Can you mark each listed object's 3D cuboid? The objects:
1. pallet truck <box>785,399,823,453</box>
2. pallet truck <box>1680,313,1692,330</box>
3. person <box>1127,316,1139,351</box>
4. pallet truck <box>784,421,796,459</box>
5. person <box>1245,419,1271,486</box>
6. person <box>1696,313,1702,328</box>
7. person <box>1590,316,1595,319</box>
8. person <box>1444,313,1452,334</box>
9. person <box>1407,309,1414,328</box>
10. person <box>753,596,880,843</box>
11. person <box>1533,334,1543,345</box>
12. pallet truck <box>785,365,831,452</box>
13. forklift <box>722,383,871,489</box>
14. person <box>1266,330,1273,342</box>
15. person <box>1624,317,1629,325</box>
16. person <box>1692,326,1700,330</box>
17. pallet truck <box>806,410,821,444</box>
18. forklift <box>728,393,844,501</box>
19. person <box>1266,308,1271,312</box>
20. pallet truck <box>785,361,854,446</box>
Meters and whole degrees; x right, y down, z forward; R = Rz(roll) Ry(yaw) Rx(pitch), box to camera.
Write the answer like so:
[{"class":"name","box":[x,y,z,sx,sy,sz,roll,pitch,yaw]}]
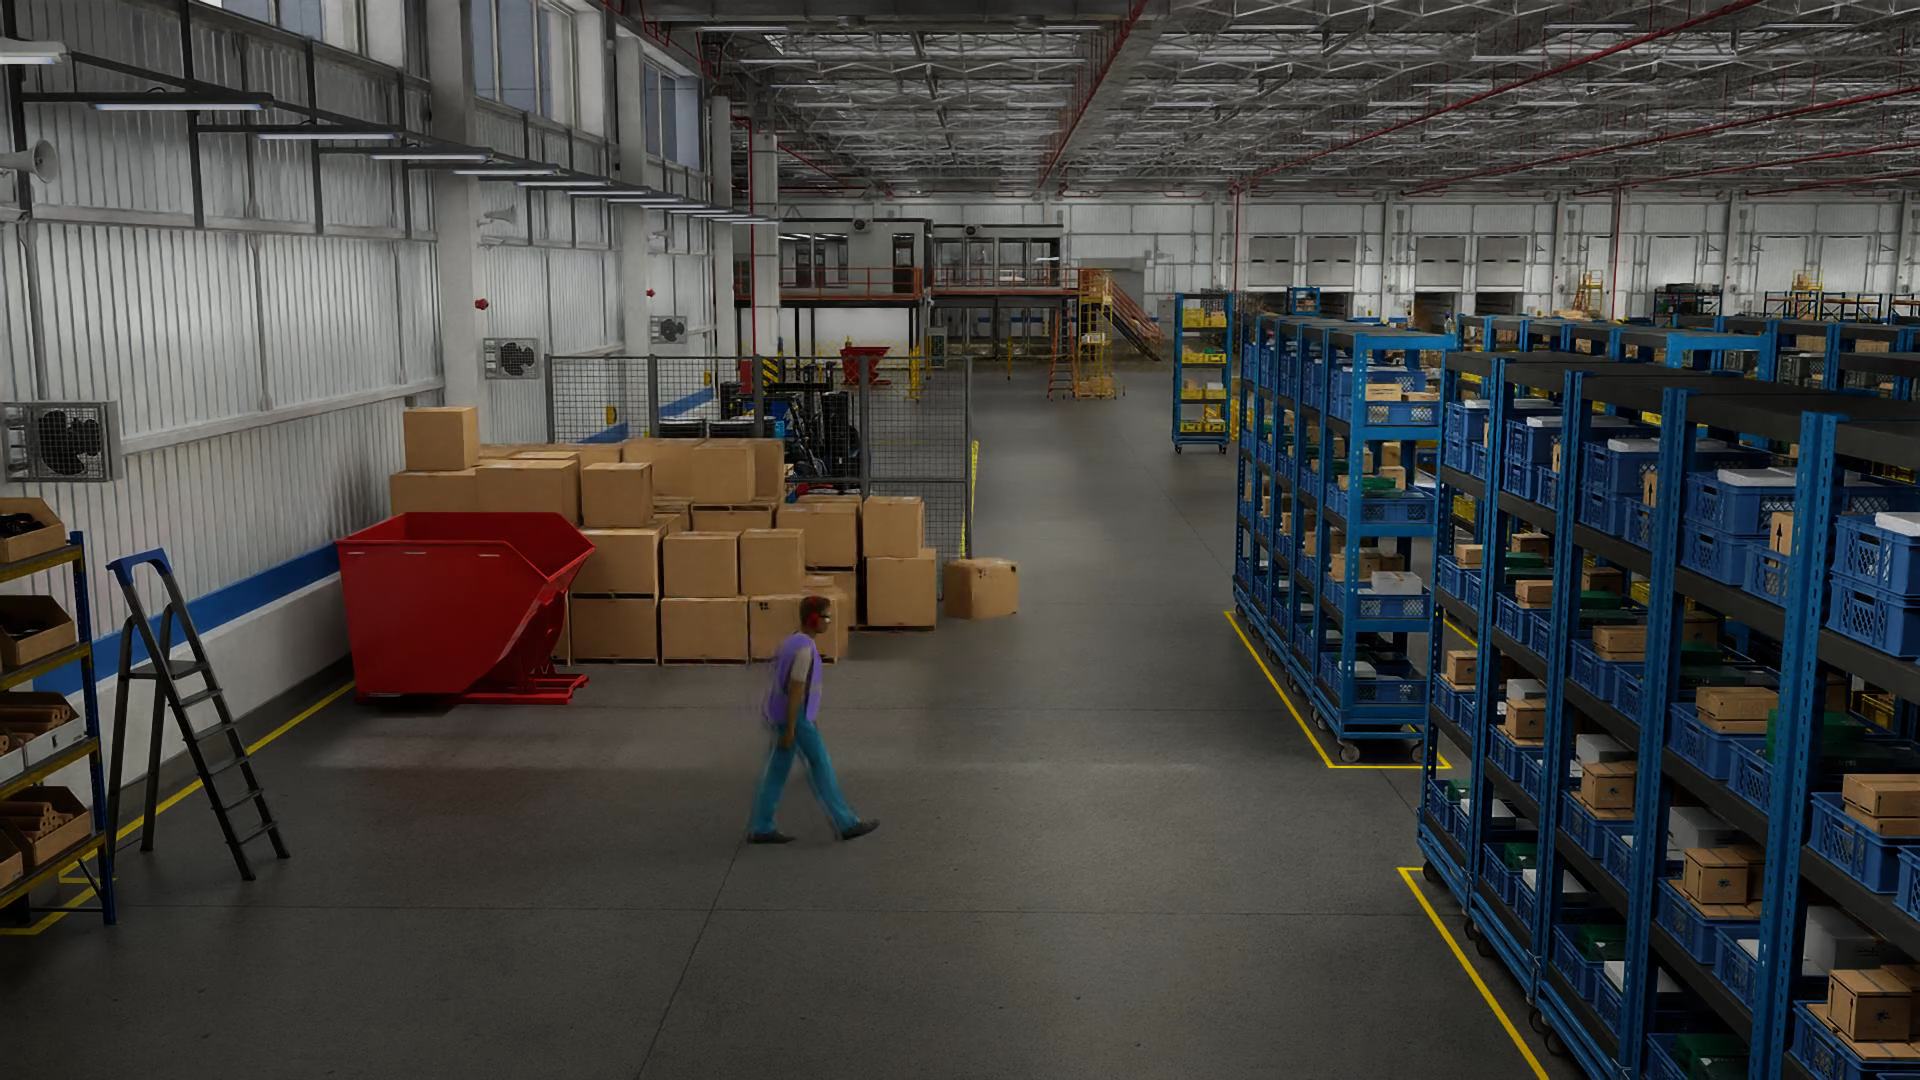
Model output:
[{"class":"pallet truck","box":[-3.814,-2.432,36.419,1.630,1.274,0.653,0,9,1]},{"class":"pallet truck","box":[36.315,-10.531,84.244,0.823,1.965,1.885,-6,11,-33]},{"class":"person","box":[8.858,-10.561,84.908,0.624,1.844,0.430,6,11,31]},{"class":"pallet truck","box":[-4.013,-1.793,32.705,1.601,1.201,0.680,0,9,1]},{"class":"person","box":[4.802,-0.991,26.027,0.892,1.803,0.587,8,12,39]},{"class":"person","box":[39.047,-11.076,88.073,0.508,1.847,0.345,-4,10,-22]},{"class":"person","box":[32.503,-10.590,85.215,0.839,1.816,0.621,1,9,6]},{"class":"person","box":[25.155,-10.759,85.844,0.424,1.938,0.603,-2,9,-14]},{"class":"person","box":[25.608,-12.191,94.735,0.399,1.918,0.589,8,12,40]},{"class":"person","box":[-1.051,1.294,11.922,0.992,1.786,0.585,-2,9,-14]},{"class":"person","box":[24.136,-8.175,69.747,0.611,1.985,0.393,0,9,2]},{"class":"pallet truck","box":[-3.774,-2.976,37.635,1.885,1.965,0.823,1,9,5]},{"class":"forklift","box":[-2.893,-1.687,28.729,2.680,1.987,1.157,0,9,-1]},{"class":"person","box":[11.152,-6.547,59.686,0.987,2.006,0.618,4,10,21]},{"class":"person","box":[31.115,-9.447,77.800,0.588,1.918,0.399,4,10,25]},{"class":"person","box":[37.405,-10.429,84.651,0.622,1.643,0.804,-7,12,-37]},{"class":"pallet truck","box":[-3.559,-2.018,33.905,1.522,1.261,0.704,0,9,-1]},{"class":"forklift","box":[-2.979,-1.316,26.476,2.680,1.987,1.157,0,9,1]},{"class":"person","box":[17.894,-12.487,96.476,0.551,1.940,0.349,-6,11,-33]},{"class":"pallet truck","box":[-3.410,-3.193,38.978,1.885,1.965,0.823,0,9,-1]}]
